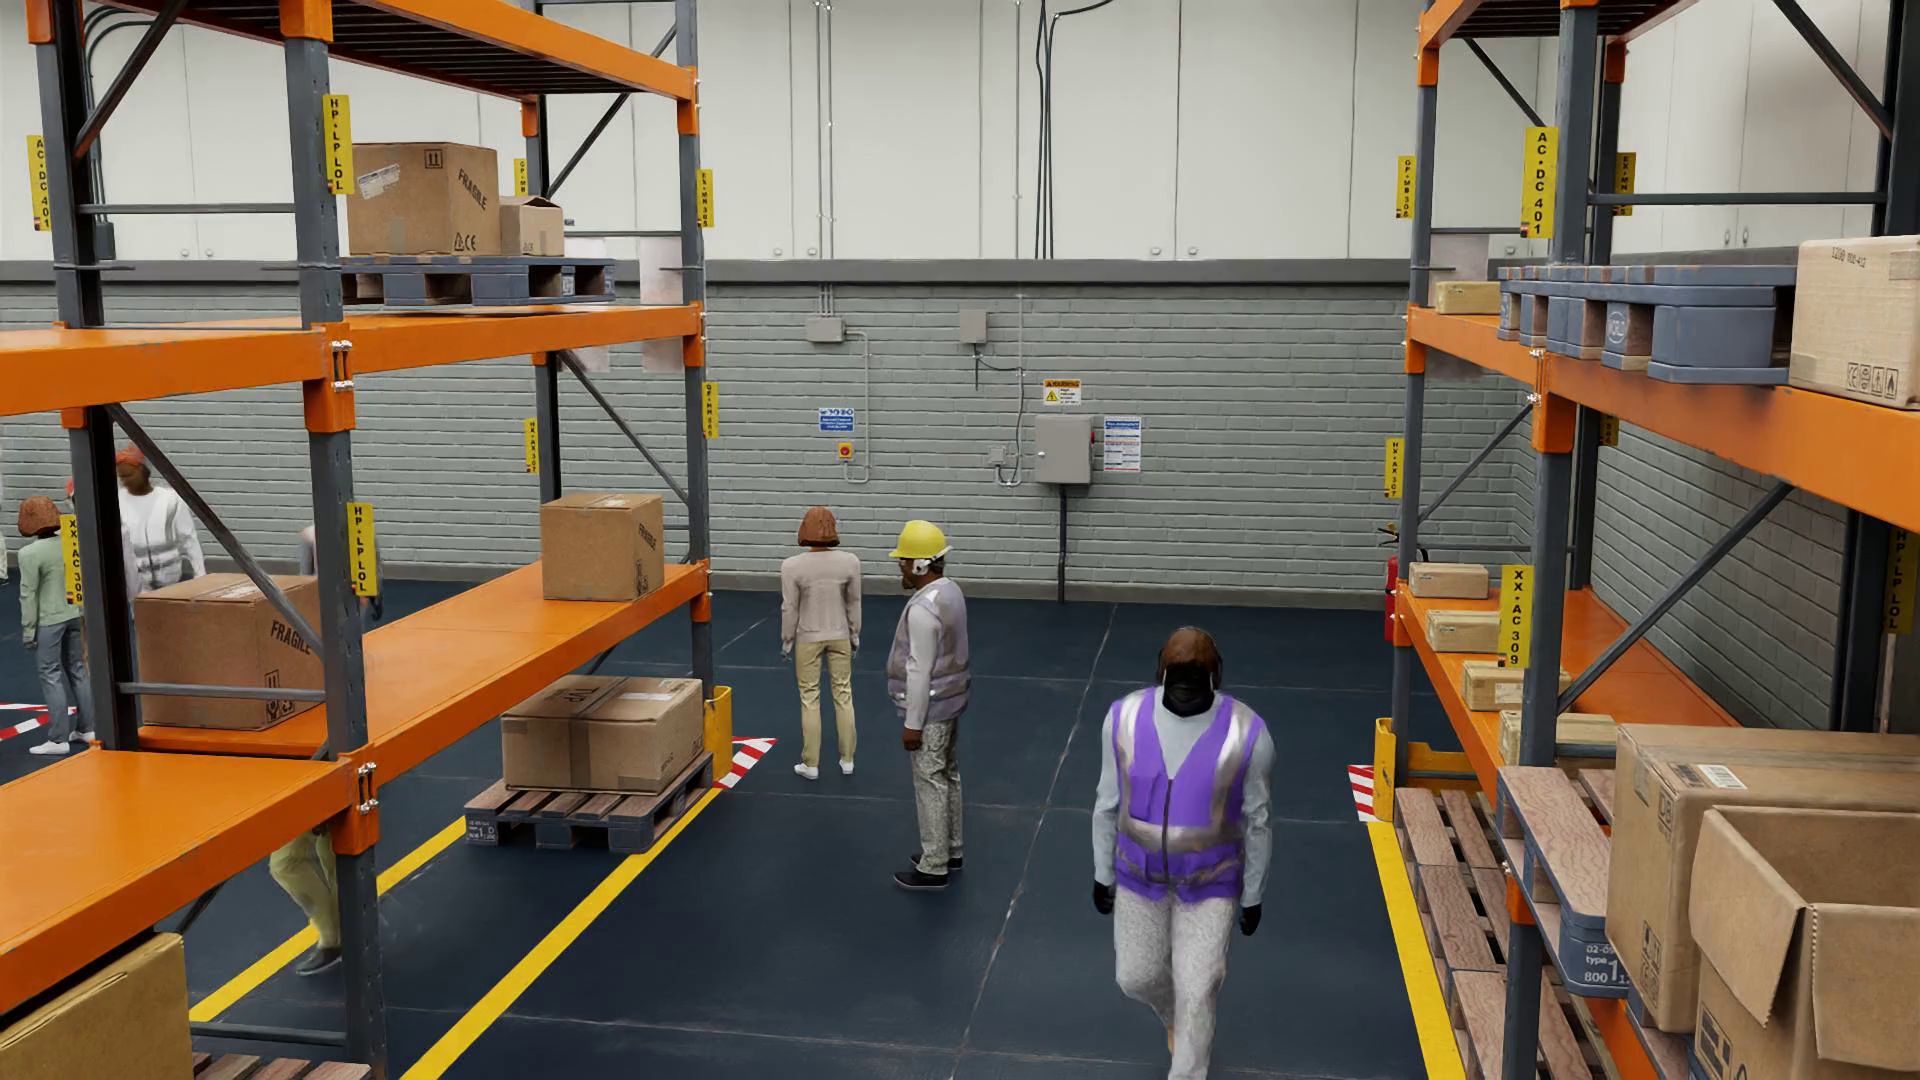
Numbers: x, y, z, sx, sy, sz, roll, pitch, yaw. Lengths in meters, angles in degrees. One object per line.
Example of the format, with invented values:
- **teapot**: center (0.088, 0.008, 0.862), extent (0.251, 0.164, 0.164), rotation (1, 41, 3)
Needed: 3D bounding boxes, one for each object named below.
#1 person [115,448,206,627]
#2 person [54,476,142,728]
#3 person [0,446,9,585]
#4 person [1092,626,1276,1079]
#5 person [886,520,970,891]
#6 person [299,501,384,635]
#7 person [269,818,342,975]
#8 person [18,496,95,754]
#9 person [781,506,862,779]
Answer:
- **person**: center (-5.525, 0.281, 11.424), extent (0.649, 1.817, 0.999), rotation (-5, 11, -29)
- **person**: center (-5.796, 0.390, 11.135), extent (0.578, 1.706, 0.898), rotation (-1, 9, -5)
- **person**: center (-9.438, -0.412, 15.967), extent (0.575, 1.739, 0.348), rotation (3, 10, 20)
- **person**: center (0.797, 1.176, 5.910), extent (0.640, 1.817, 0.701), rotation (4, 10, 22)
- **person**: center (-0.157, 0.808, 8.201), extent (0.406, 1.824, 0.585), rotation (2, 9, 12)
- **person**: center (-4.154, 0.436, 11.174), extent (0.521, 1.584, 0.854), rotation (0, 9, 2)
- **person**: center (-2.767, 1.022, 7.131), extent (0.434, 1.731, 0.596), rotation (-2, 9, -10)
- **person**: center (-5.723, 0.531, 10.500), extent (0.277, 1.626, 0.502), rotation (1, 9, 9)
- **person**: center (-0.830, 0.614, 9.963), extent (0.503, 1.632, 0.271), rotation (-4, 10, -22)
